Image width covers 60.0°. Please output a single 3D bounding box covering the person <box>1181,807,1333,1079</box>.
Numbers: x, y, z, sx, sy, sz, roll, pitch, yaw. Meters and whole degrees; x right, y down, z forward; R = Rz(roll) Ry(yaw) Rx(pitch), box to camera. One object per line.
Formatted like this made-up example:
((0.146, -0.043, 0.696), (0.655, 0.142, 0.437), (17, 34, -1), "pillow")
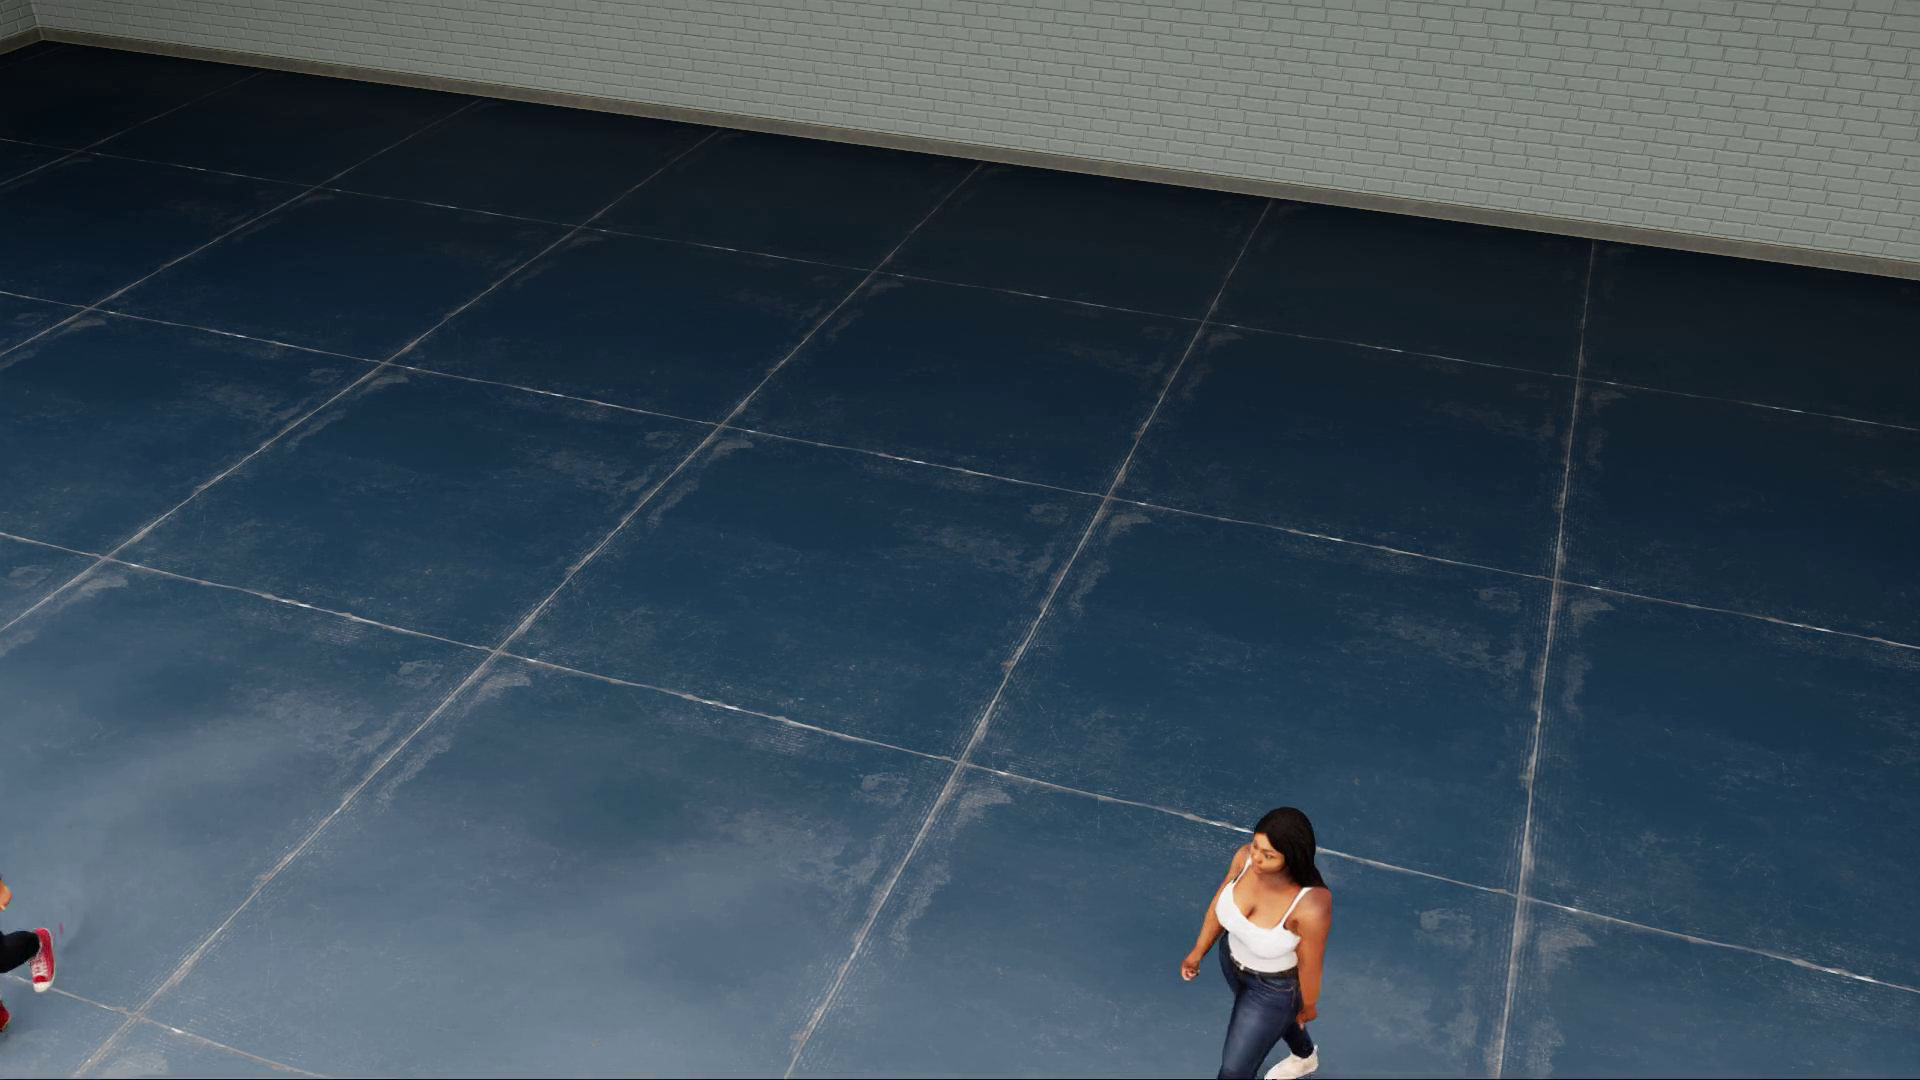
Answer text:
((1.318, 1.754, 6.828), (1.246, 1.754, 1.152), (-16, 36, -23), "person")
